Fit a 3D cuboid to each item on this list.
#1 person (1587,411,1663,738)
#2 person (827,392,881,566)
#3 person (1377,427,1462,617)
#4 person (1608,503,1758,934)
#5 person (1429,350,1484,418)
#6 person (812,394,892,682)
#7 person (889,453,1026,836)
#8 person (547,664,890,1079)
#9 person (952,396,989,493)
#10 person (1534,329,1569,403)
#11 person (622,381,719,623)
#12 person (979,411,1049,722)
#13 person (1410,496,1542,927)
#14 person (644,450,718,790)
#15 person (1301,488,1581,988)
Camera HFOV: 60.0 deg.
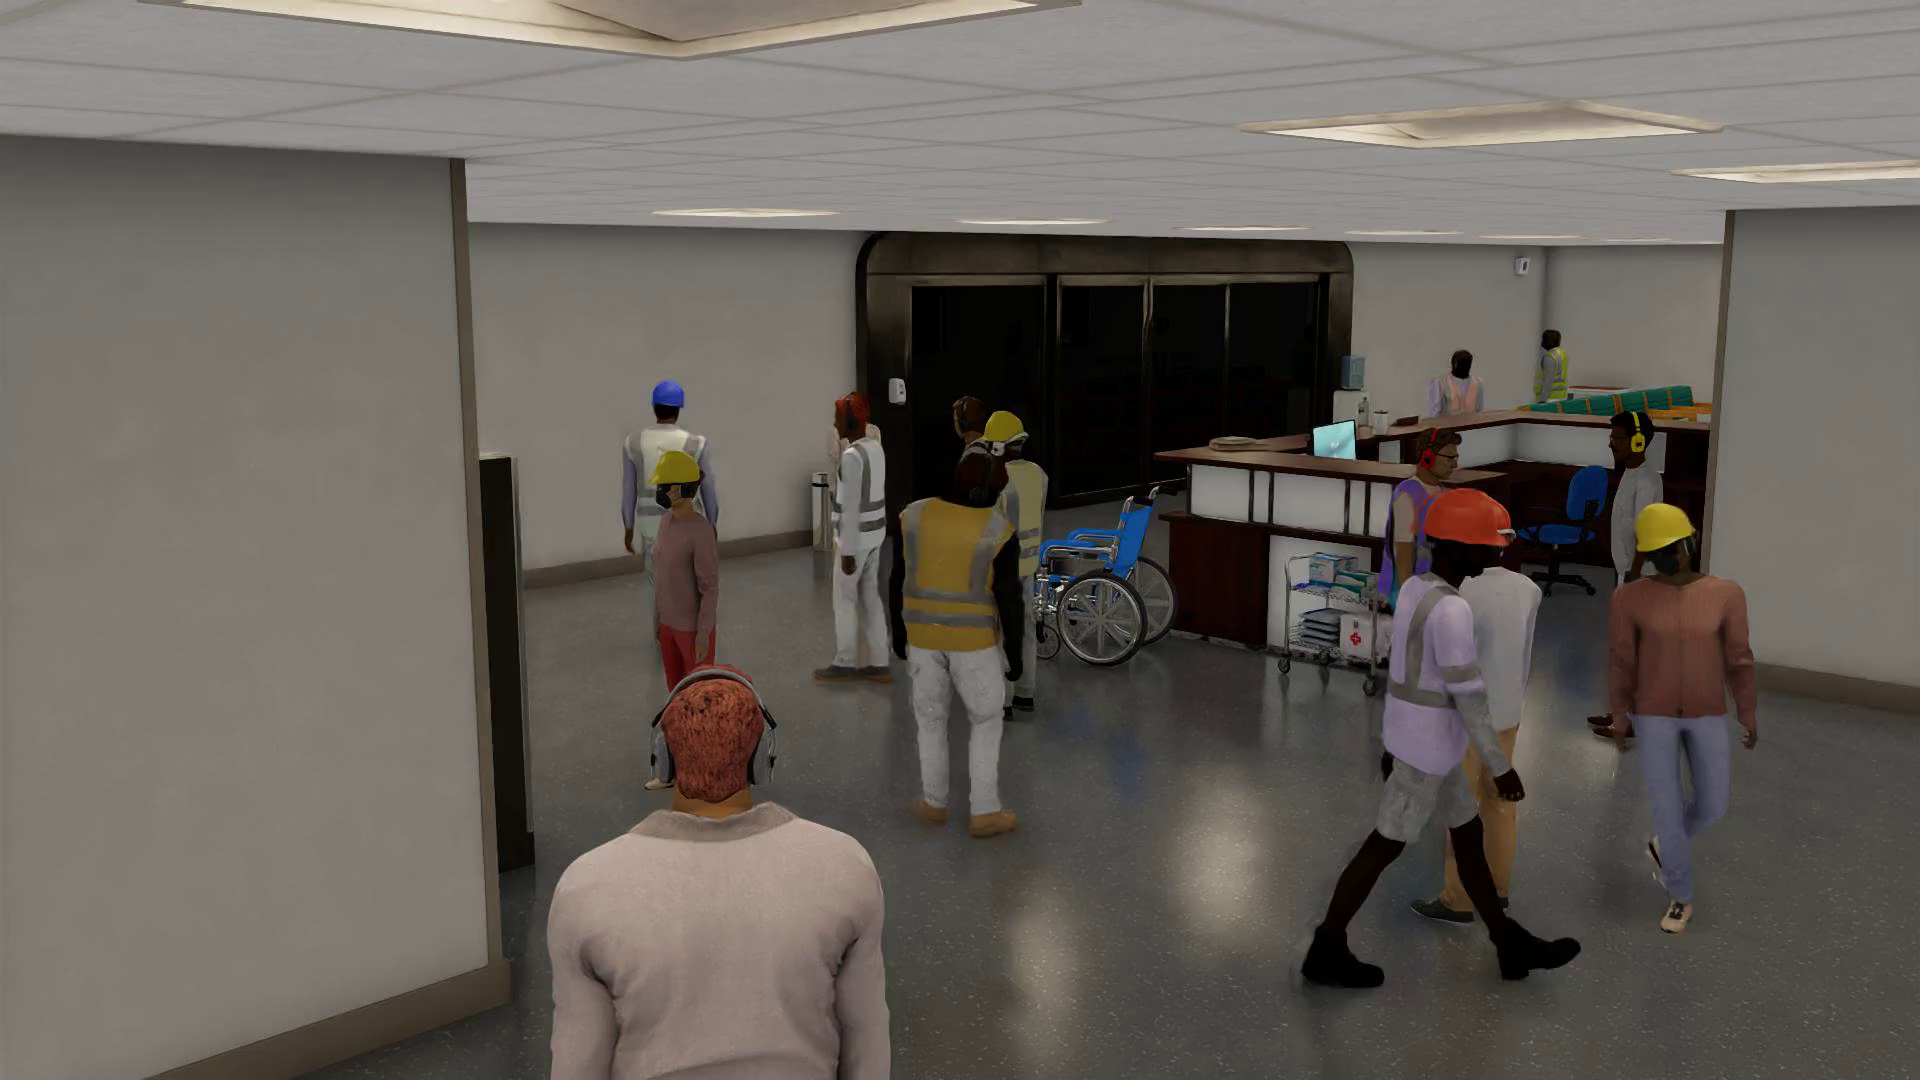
[{"bbox_3d":[3.803,0.198,9.453,0.326,1.862,0.508,2,10,13],"label":"person"},{"bbox_3d":[-0.891,-0.447,14.139,0.504,1.627,0.285,-5,10,-27],"label":"person"},{"bbox_3d":[2.446,0.314,8.831,0.419,1.833,0.562,7,11,36],"label":"person"},{"bbox_3d":[2.926,0.701,6.779,0.574,1.725,0.530,2,10,13],"label":"person"},{"bbox_3d":[5.398,-1.177,18.115,0.635,1.794,0.986,-1,9,-5],"label":"person"},{"bbox_3d":[-0.670,-0.001,10.638,0.533,1.874,0.608,3,10,20],"label":"person"},{"bbox_3d":[-0.012,0.486,7.857,0.681,1.808,0.444,3,10,17],"label":"person"},{"bbox_3d":[-0.463,1.184,3.260,0.651,1.906,0.401,-2,10,-15],"label":"person"},{"bbox_3d":[0.098,-0.009,10.763,0.326,1.840,0.517,2,9,12],"label":"person"},{"bbox_3d":[8.059,-1.957,22.726,0.429,1.840,0.636,7,11,35],"label":"person"},{"bbox_3d":[-1.968,-0.140,11.428,0.639,1.883,0.977,1,9,3],"label":"person"},{"bbox_3d":[0.269,0.151,9.826,0.404,1.829,0.597,6,11,34],"label":"person"},{"bbox_3d":[2.089,0.688,6.763,0.561,1.752,0.324,-6,11,-34],"label":"person"},{"bbox_3d":[-1.385,0.432,8.299,0.314,1.769,0.524,-7,12,-37],"label":"person"},{"bbox_3d":[1.762,0.742,6.060,1.045,1.876,0.549,1,9,5],"label":"person"}]
